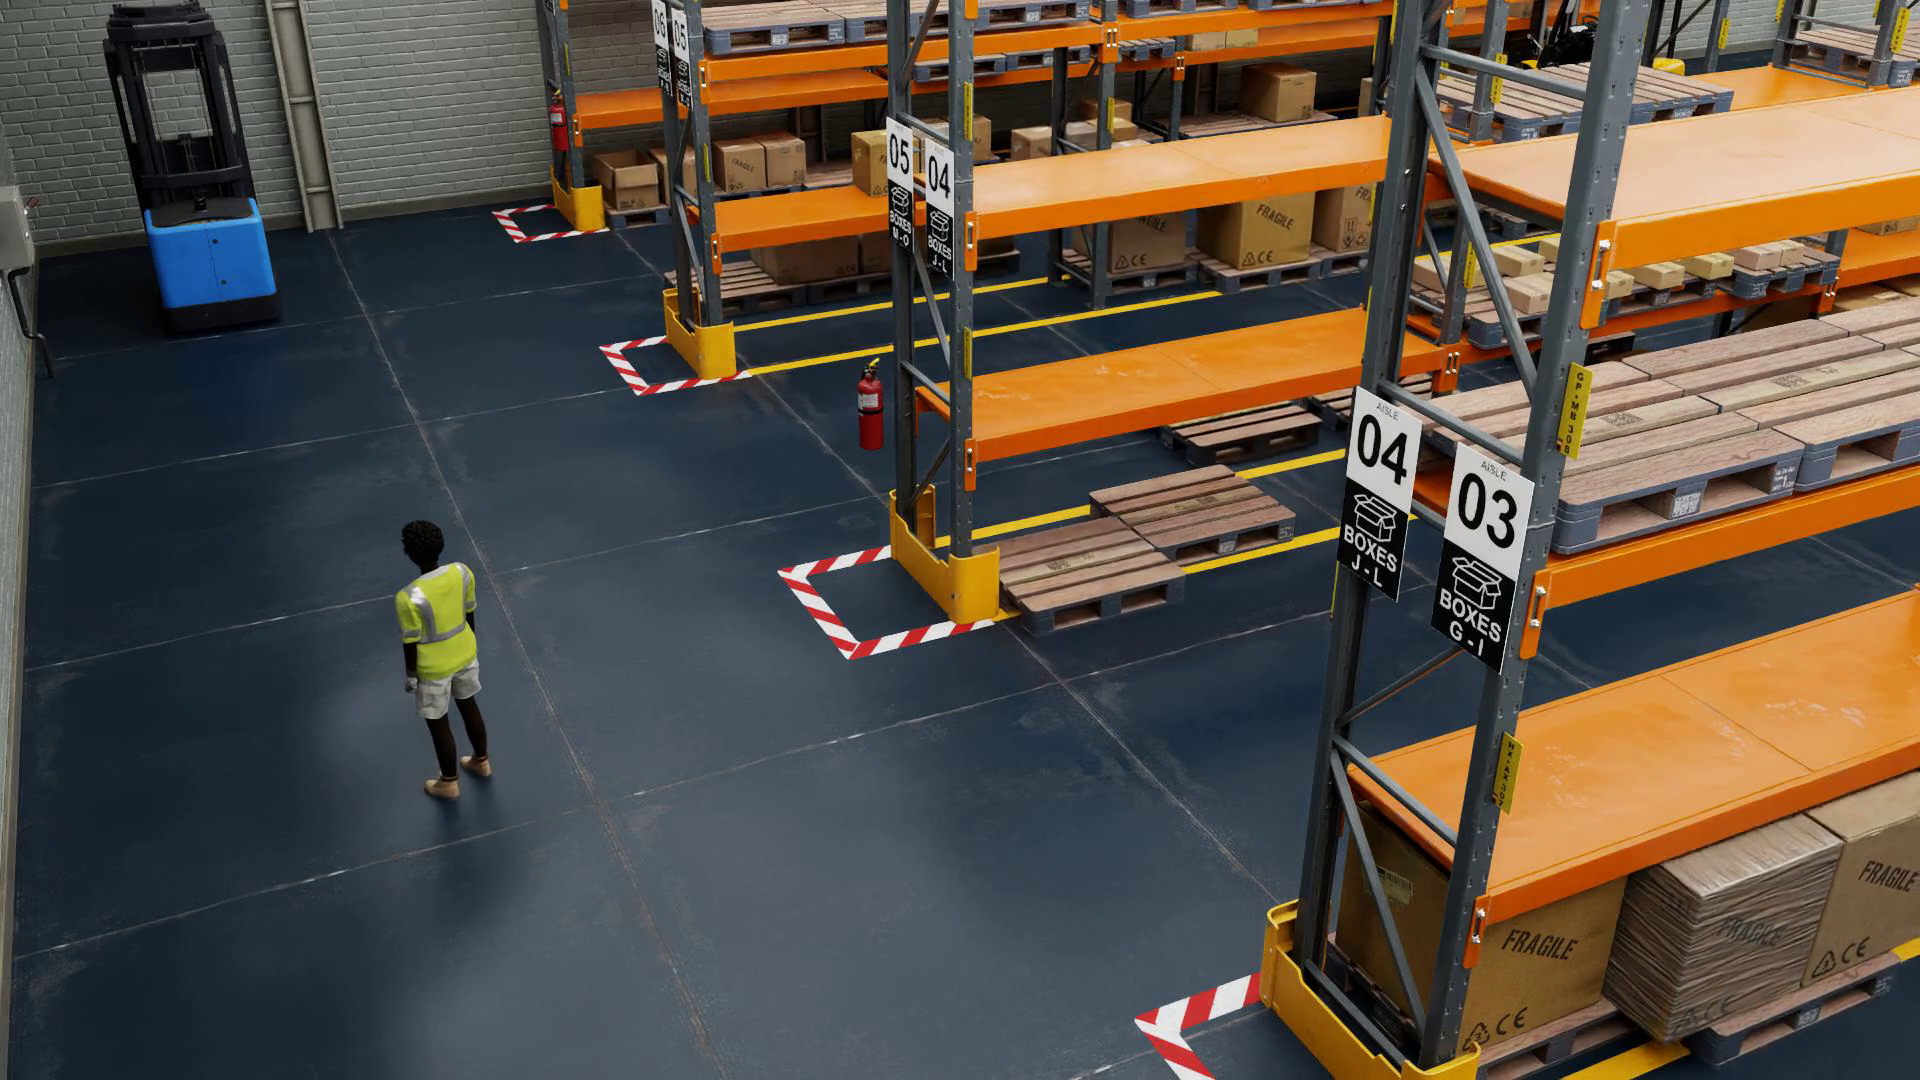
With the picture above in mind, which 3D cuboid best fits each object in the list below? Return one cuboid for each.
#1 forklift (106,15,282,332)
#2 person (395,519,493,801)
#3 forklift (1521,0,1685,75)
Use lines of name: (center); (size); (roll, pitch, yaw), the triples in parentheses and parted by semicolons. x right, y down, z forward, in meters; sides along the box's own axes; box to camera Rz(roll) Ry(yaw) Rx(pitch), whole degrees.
forklift: (-7.548, -3.672, 16.323); (1.129, 2.768, 1.873); (-12, 30, -22)
person: (-2.882, 0.666, 9.285); (0.319, 1.687, 0.537); (14, 31, 25)
forklift: (8.950, -6.807, 23.056); (1.214, 2.155, 2.313); (-12, 30, -22)
